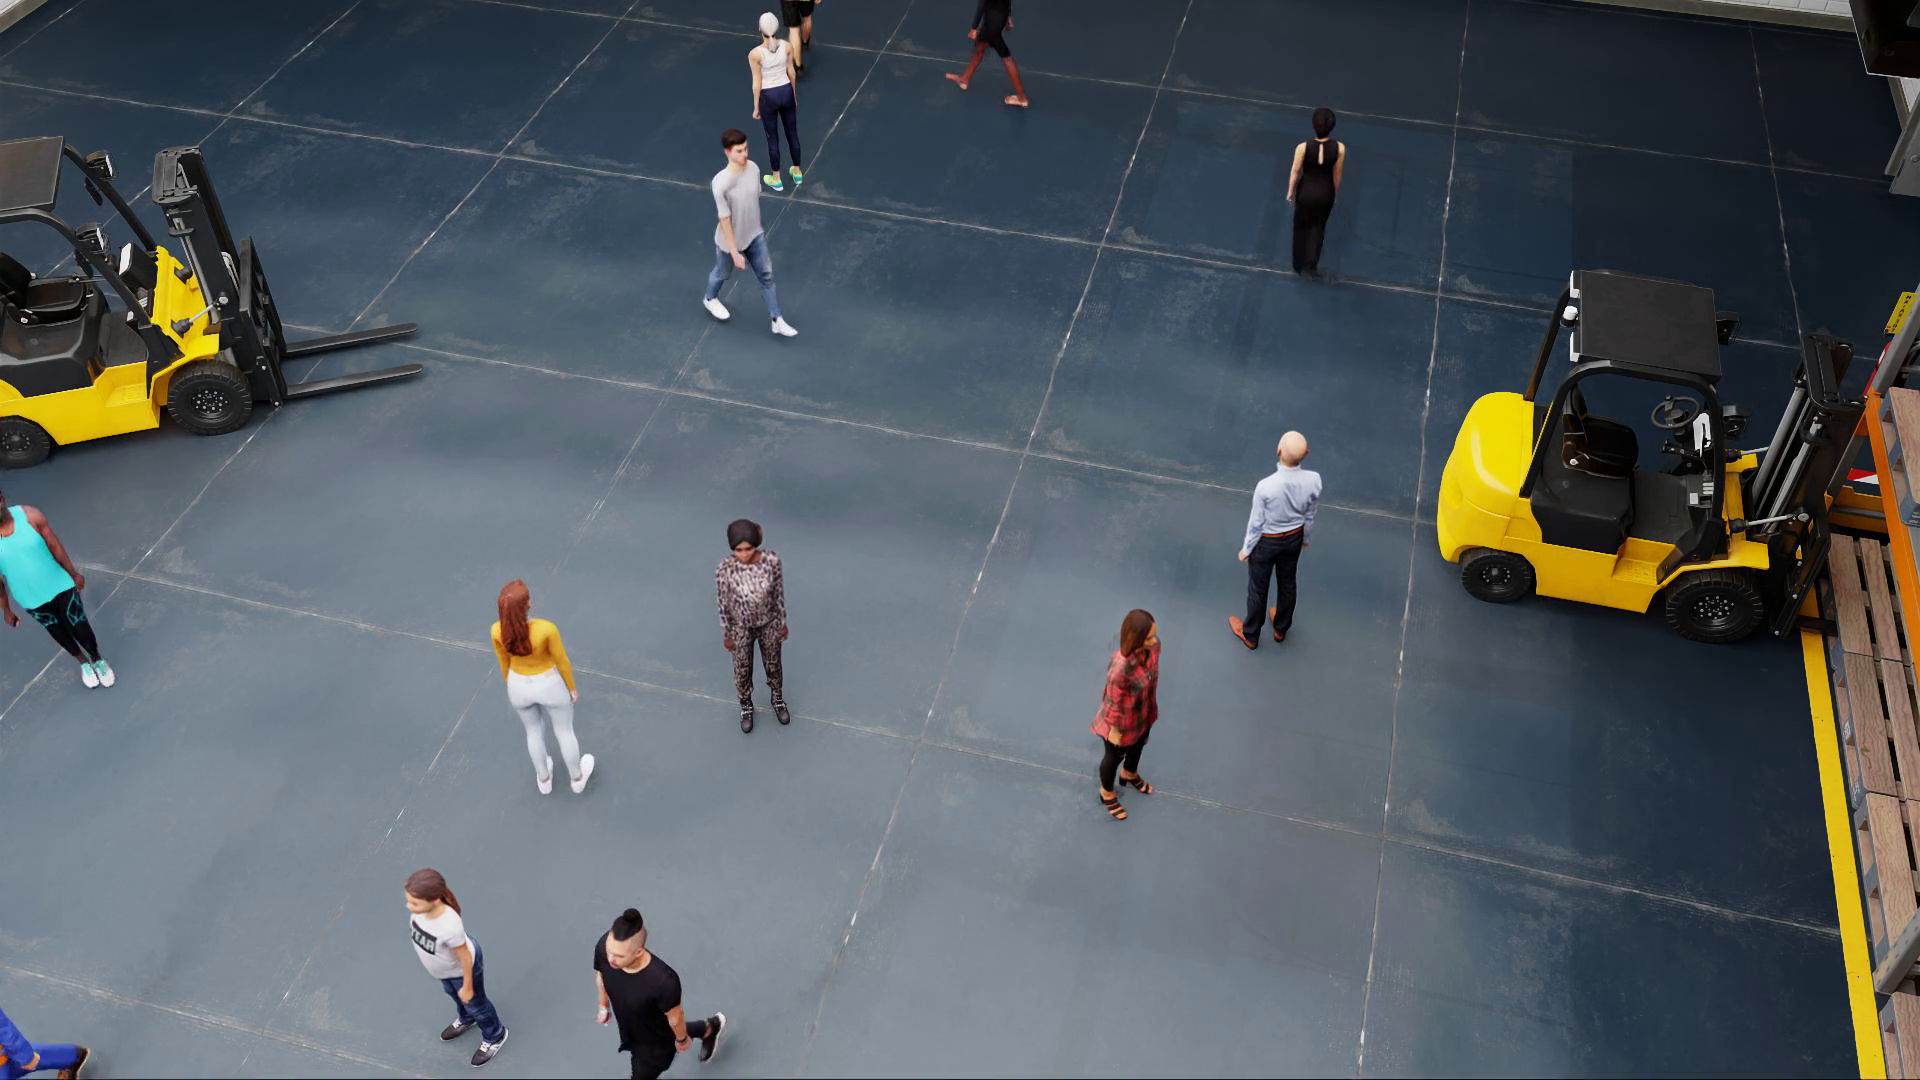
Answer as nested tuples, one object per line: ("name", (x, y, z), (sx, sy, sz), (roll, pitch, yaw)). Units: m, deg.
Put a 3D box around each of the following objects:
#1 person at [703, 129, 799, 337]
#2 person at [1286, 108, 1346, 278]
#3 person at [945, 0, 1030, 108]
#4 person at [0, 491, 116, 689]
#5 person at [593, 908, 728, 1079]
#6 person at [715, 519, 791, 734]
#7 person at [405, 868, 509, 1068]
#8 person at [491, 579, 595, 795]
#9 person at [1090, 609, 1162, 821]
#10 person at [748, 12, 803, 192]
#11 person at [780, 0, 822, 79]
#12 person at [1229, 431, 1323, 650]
("person", (-1.874, -2.521, 13.596), (1.118, 1.845, 1.248), (32, 52, 29))
("person", (3.028, -2.894, 14.174), (0.653, 1.588, 0.664), (1, 44, 1))
("person", (0.420, -5.031, 16.362), (0.839, 1.665, 1.160), (18, 47, 18))
("person", (-5.926, 0.251, 10.721), (0.781, 1.797, 0.839), (-22, 48, -21))
("person", (-1.535, 2.386, 8.451), (0.989, 1.837, 1.216), (30, 51, 28))
("person", (-1.293, 0.537, 10.482), (0.675, 1.714, 0.705), (-10, 45, -11))
("person", (-2.690, 2.227, 8.818), (0.618, 1.562, 0.637), (30, 51, 28))
("person", (-2.552, 0.909, 10.067), (0.638, 1.747, 0.598), (-1, 44, -1))
("person", (0.992, 1.035, 9.968), (0.756, 1.702, 0.633), (32, 52, 29))
("person", (-1.682, -4.023, 15.277), (0.682, 1.702, 0.735), (-20, 47, -20))
("person", (-1.657, -5.535, 16.893), (0.921, 1.662, 1.169), (-5, 44, -6))
("person", (2.086, 0.010, 10.979), (0.738, 1.790, 0.744), (-12, 45, -12))
